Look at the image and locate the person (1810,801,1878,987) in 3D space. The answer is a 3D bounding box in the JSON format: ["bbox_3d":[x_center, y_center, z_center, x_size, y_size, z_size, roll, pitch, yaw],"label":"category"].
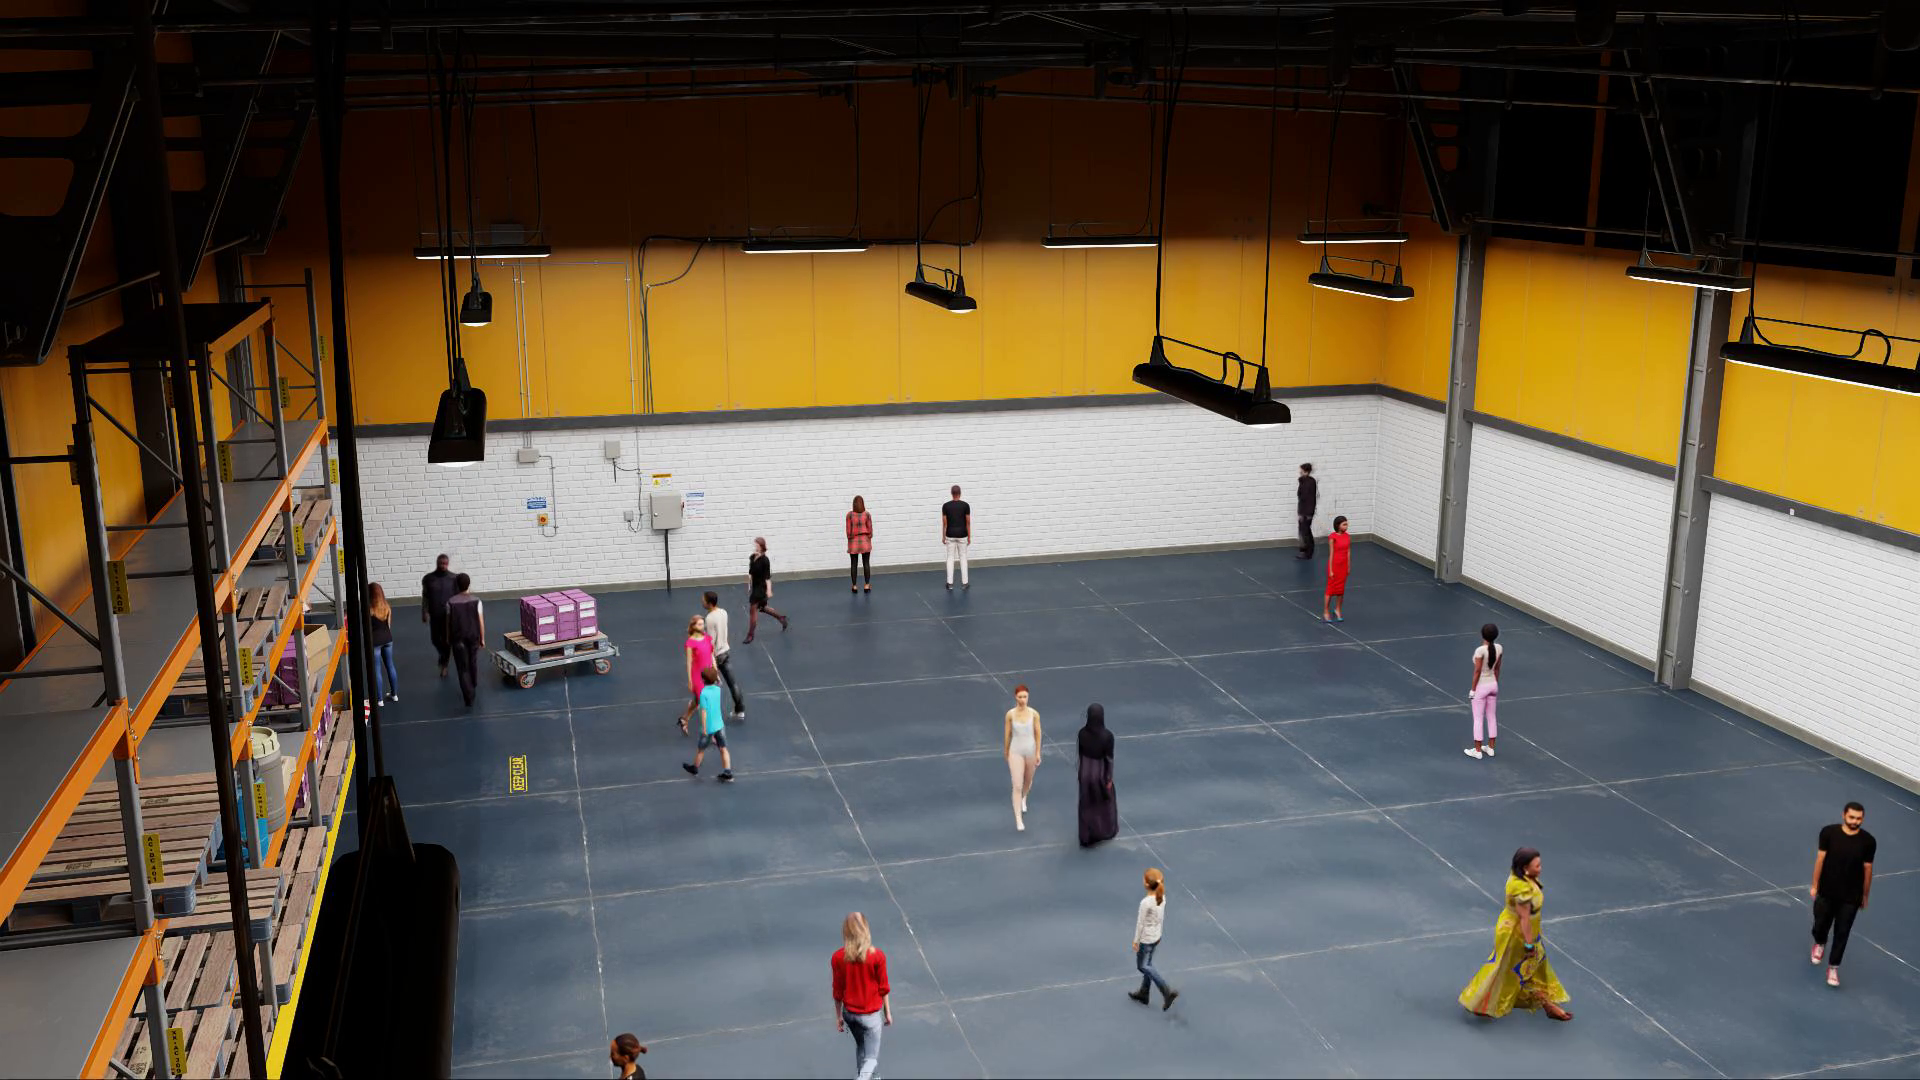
[{"bbox_3d":[8.106,3.203,15.343,0.863,1.747,0.930,7,15,26],"label":"person"}]

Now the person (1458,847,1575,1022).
[{"bbox_3d":[4.792,3.473,14.527,1.262,1.606,1.277,5,15,20],"label":"person"}]

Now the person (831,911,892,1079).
[{"bbox_3d":[-0.785,3.782,13.087,0.938,1.683,1.117,3,14,14],"label":"person"}]

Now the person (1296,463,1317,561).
[{"bbox_3d":[6.412,-0.530,30.611,0.979,1.815,0.884,10,17,36],"label":"person"}]

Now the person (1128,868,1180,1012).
[{"bbox_3d":[1.726,3.566,14.780,0.839,1.306,0.714,12,18,41],"label":"person"}]

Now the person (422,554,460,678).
[{"bbox_3d":[-7.455,1.063,24.043,0.746,1.811,0.814,-2,14,-7],"label":"person"}]

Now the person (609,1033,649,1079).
[{"bbox_3d":[-2.241,4.174,11.497,0.655,1.668,0.472,-2,14,-9],"label":"person"}]

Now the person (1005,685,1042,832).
[{"bbox_3d":[0.711,2.416,18.888,0.648,1.609,1.065,-1,14,-6],"label":"person"}]

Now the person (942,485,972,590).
[{"bbox_3d":[-0.060,-0.055,28.677,0.719,1.803,0.683,0,14,-1],"label":"person"}]

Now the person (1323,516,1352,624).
[{"bbox_3d":[6.056,0.459,26.687,0.604,1.742,0.559,-7,15,-25],"label":"person"}]

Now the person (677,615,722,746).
[{"bbox_3d":[-3.389,1.772,21.376,1.084,1.688,0.999,9,16,32],"label":"person"}]

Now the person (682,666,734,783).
[{"bbox_3d":[-2.928,2.243,20.012,0.981,1.415,0.871,10,17,35],"label":"person"}]

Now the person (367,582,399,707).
[{"bbox_3d":[-7.951,1.412,22.790,0.728,1.723,0.672,8,16,30],"label":"person"}]

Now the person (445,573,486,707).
[{"bbox_3d":[-6.740,1.399,22.666,0.788,1.806,1.224,-6,15,-23],"label":"person"}]

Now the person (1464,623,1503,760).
[{"bbox_3d":[6.578,1.874,20.842,0.618,1.741,0.565,-6,15,-25],"label":"person"}]

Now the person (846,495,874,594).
[{"bbox_3d":[-1.716,0.059,28.419,0.663,1.703,0.632,0,14,0],"label":"person"}]

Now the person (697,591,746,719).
[{"bbox_3d":[-3.144,1.560,22.118,1.232,1.752,1.151,9,16,33],"label":"person"}]

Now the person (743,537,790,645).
[{"bbox_3d":[-3.002,0.767,25.582,0.945,1.662,1.081,-11,17,-37],"label":"person"}]

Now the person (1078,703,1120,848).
[{"bbox_3d":[1.441,2.585,18.190,0.877,1.608,0.956,6,15,25],"label":"person"}]
